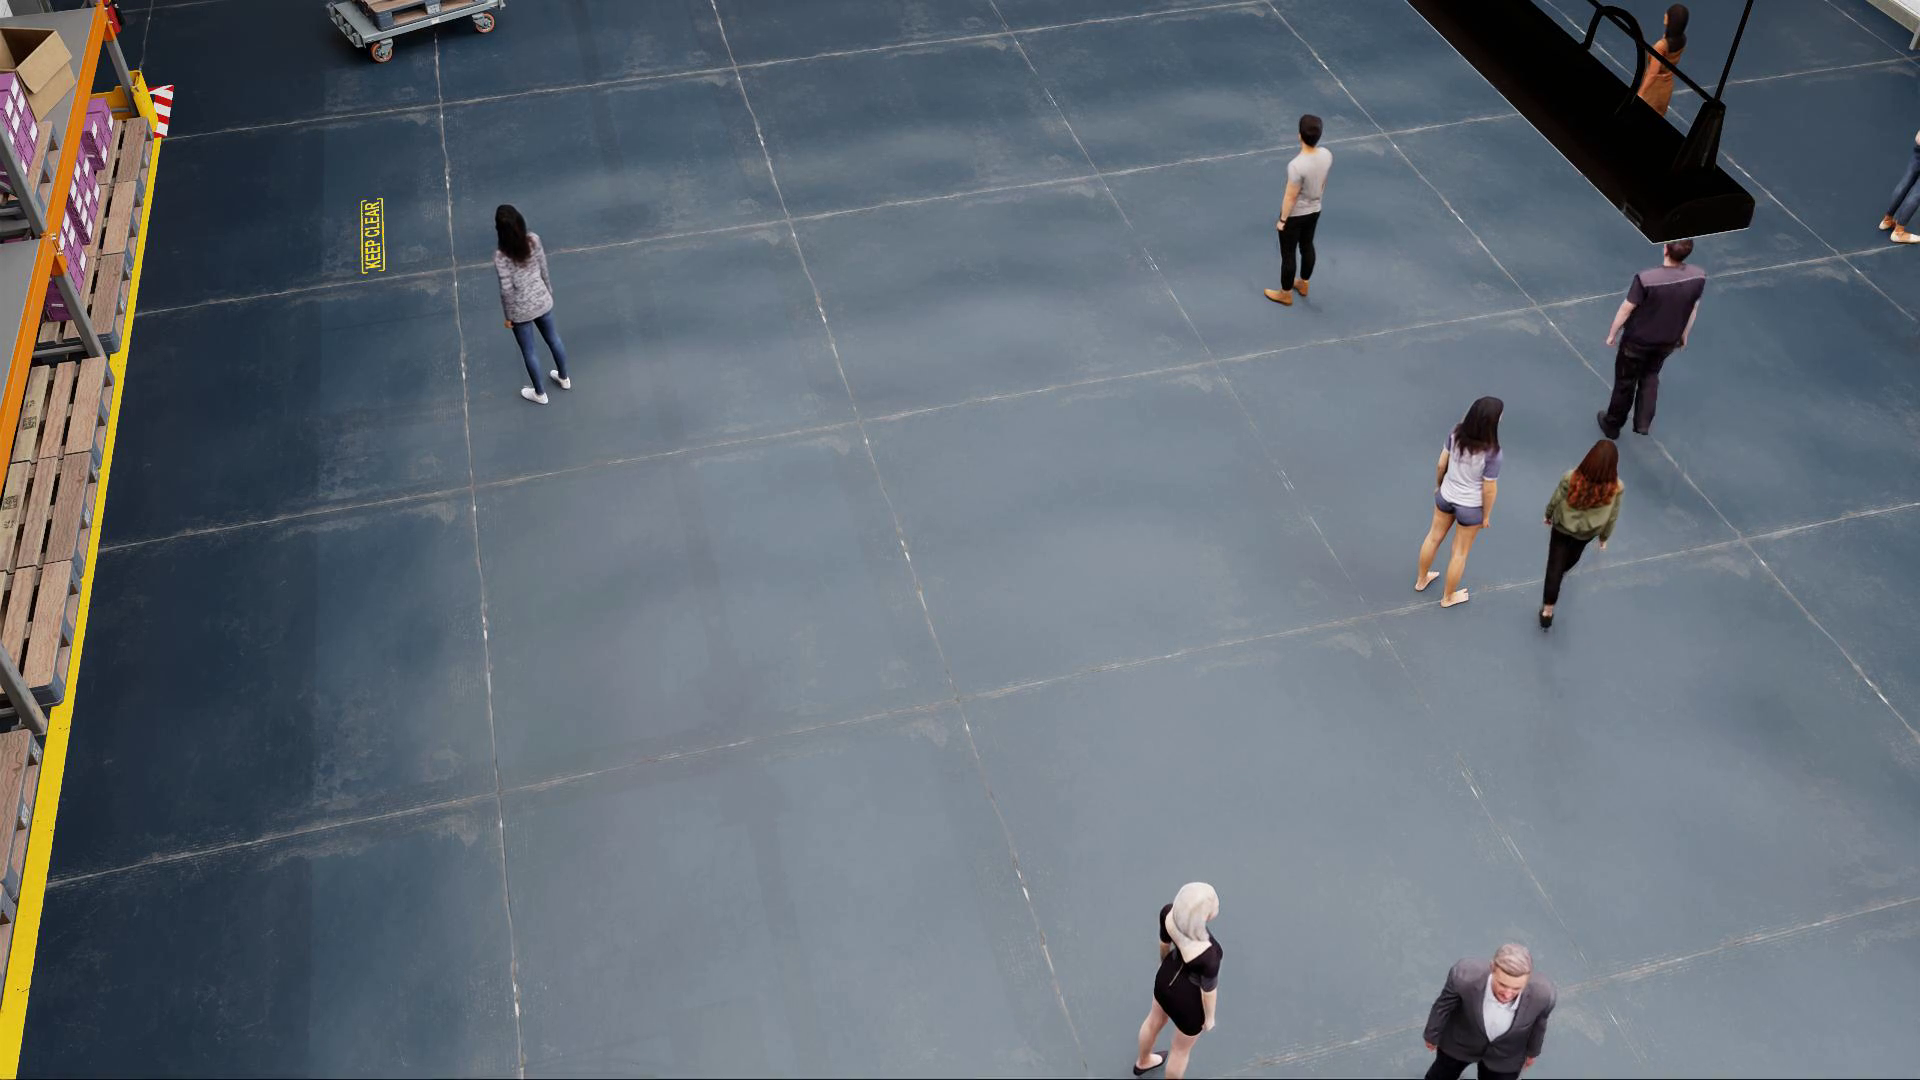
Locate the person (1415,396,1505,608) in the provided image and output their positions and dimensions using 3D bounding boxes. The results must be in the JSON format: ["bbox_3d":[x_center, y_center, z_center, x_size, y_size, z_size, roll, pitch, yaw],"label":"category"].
[{"bbox_3d":[3.379,-0.271,11.197,0.712,1.733,0.568,-29,51,-27],"label":"person"}]

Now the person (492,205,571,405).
[{"bbox_3d":[-3.333,-1.823,12.826,0.709,1.731,0.689,31,52,28],"label":"person"}]

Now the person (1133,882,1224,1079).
[{"bbox_3d":[1.123,2.294,8.434,0.687,1.829,0.545,-25,49,-24],"label":"person"}]

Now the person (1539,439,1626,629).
[{"bbox_3d":[4.122,-0.036,11.161,0.914,1.441,1.069,13,45,13],"label":"person"}]

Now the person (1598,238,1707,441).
[{"bbox_3d":[5.153,-1.448,12.355,0.808,1.840,0.791,-1,44,-1],"label":"person"}]

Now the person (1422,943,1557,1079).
[{"bbox_3d":[2.592,2.474,8.258,0.841,1.812,0.849,11,45,11],"label":"person"}]

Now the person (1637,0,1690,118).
[{"bbox_3d":[6.370,-4.113,15.261,0.639,1.690,0.642,-31,52,-28],"label":"person"}]

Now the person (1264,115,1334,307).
[{"bbox_3d":[2.833,-2.730,13.789,0.667,1.716,0.640,-25,49,-24],"label":"person"}]
